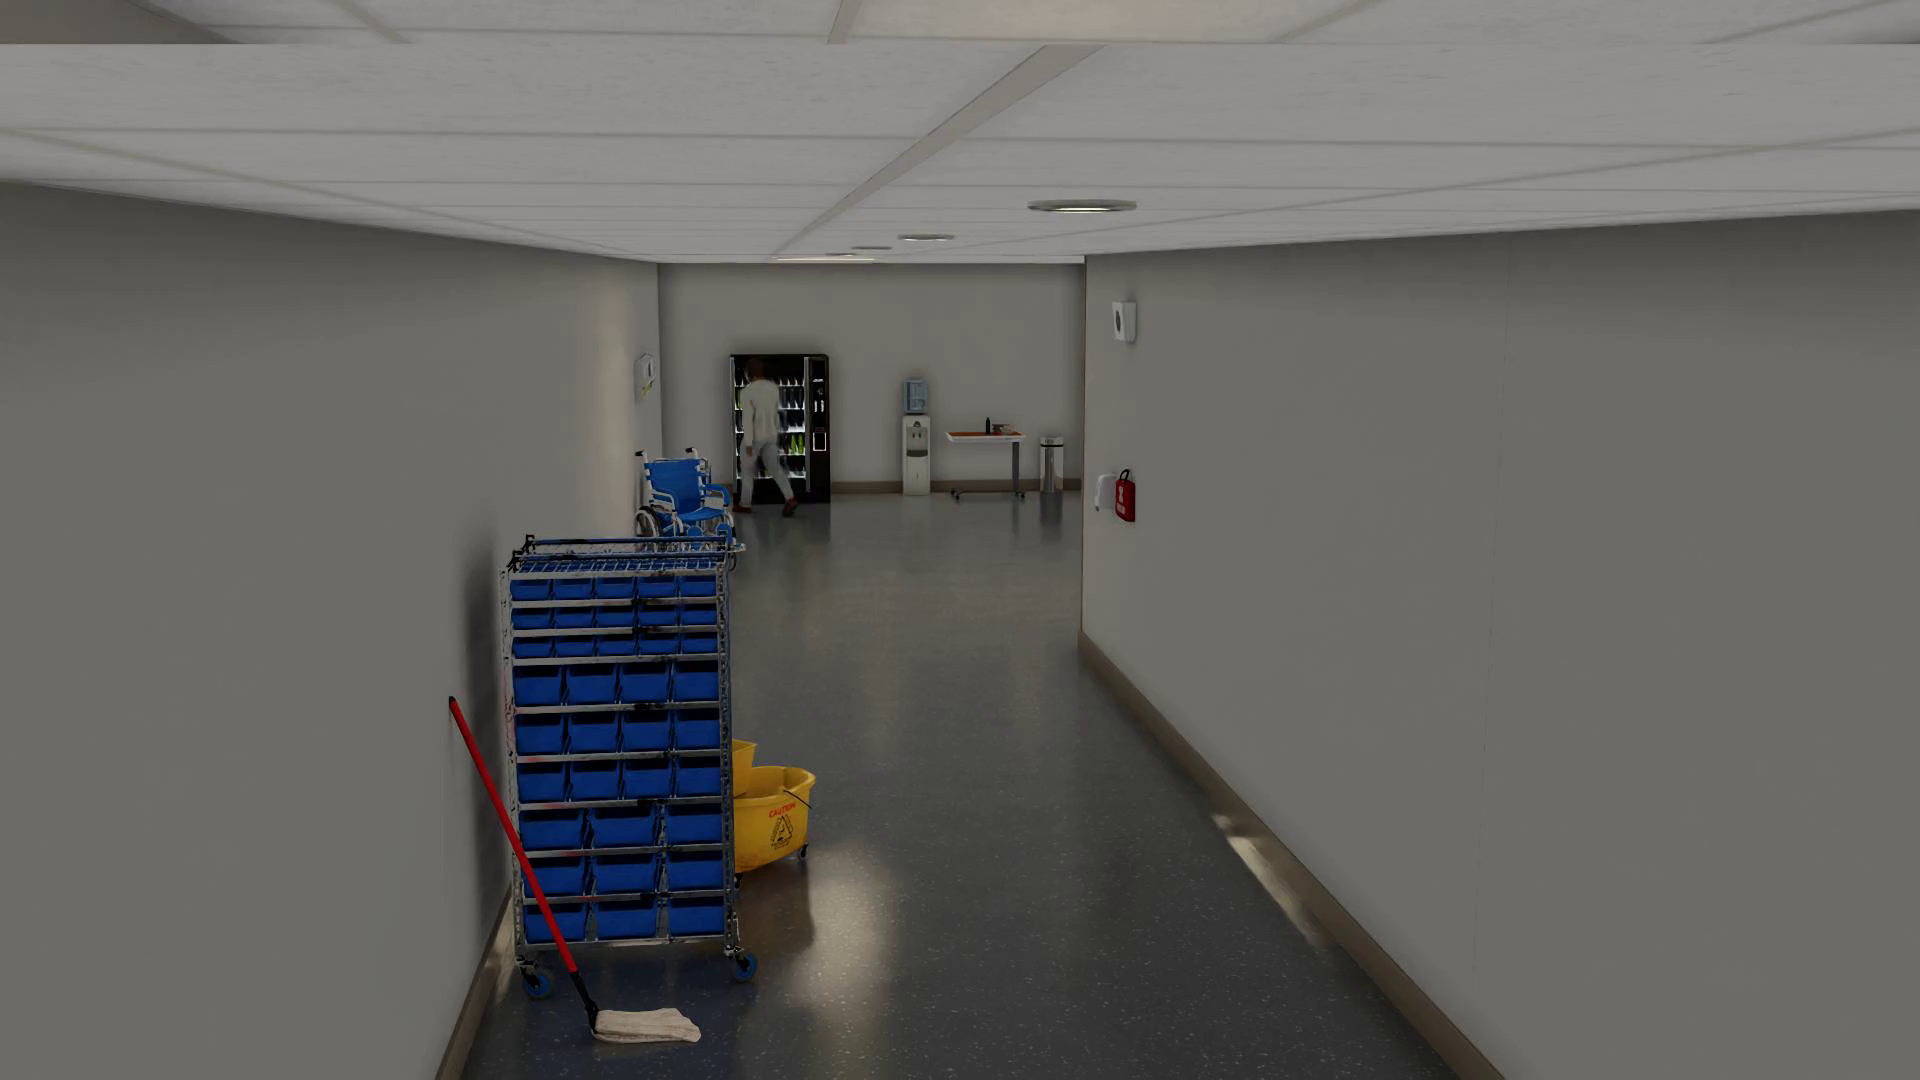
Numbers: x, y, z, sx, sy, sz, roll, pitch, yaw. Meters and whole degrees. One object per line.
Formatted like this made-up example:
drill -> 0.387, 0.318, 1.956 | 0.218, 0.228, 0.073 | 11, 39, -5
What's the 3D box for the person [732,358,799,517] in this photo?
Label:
person -> -2.341, -1.217, 19.766 | 0.887, 1.915, 0.642 | 7, 12, 39
